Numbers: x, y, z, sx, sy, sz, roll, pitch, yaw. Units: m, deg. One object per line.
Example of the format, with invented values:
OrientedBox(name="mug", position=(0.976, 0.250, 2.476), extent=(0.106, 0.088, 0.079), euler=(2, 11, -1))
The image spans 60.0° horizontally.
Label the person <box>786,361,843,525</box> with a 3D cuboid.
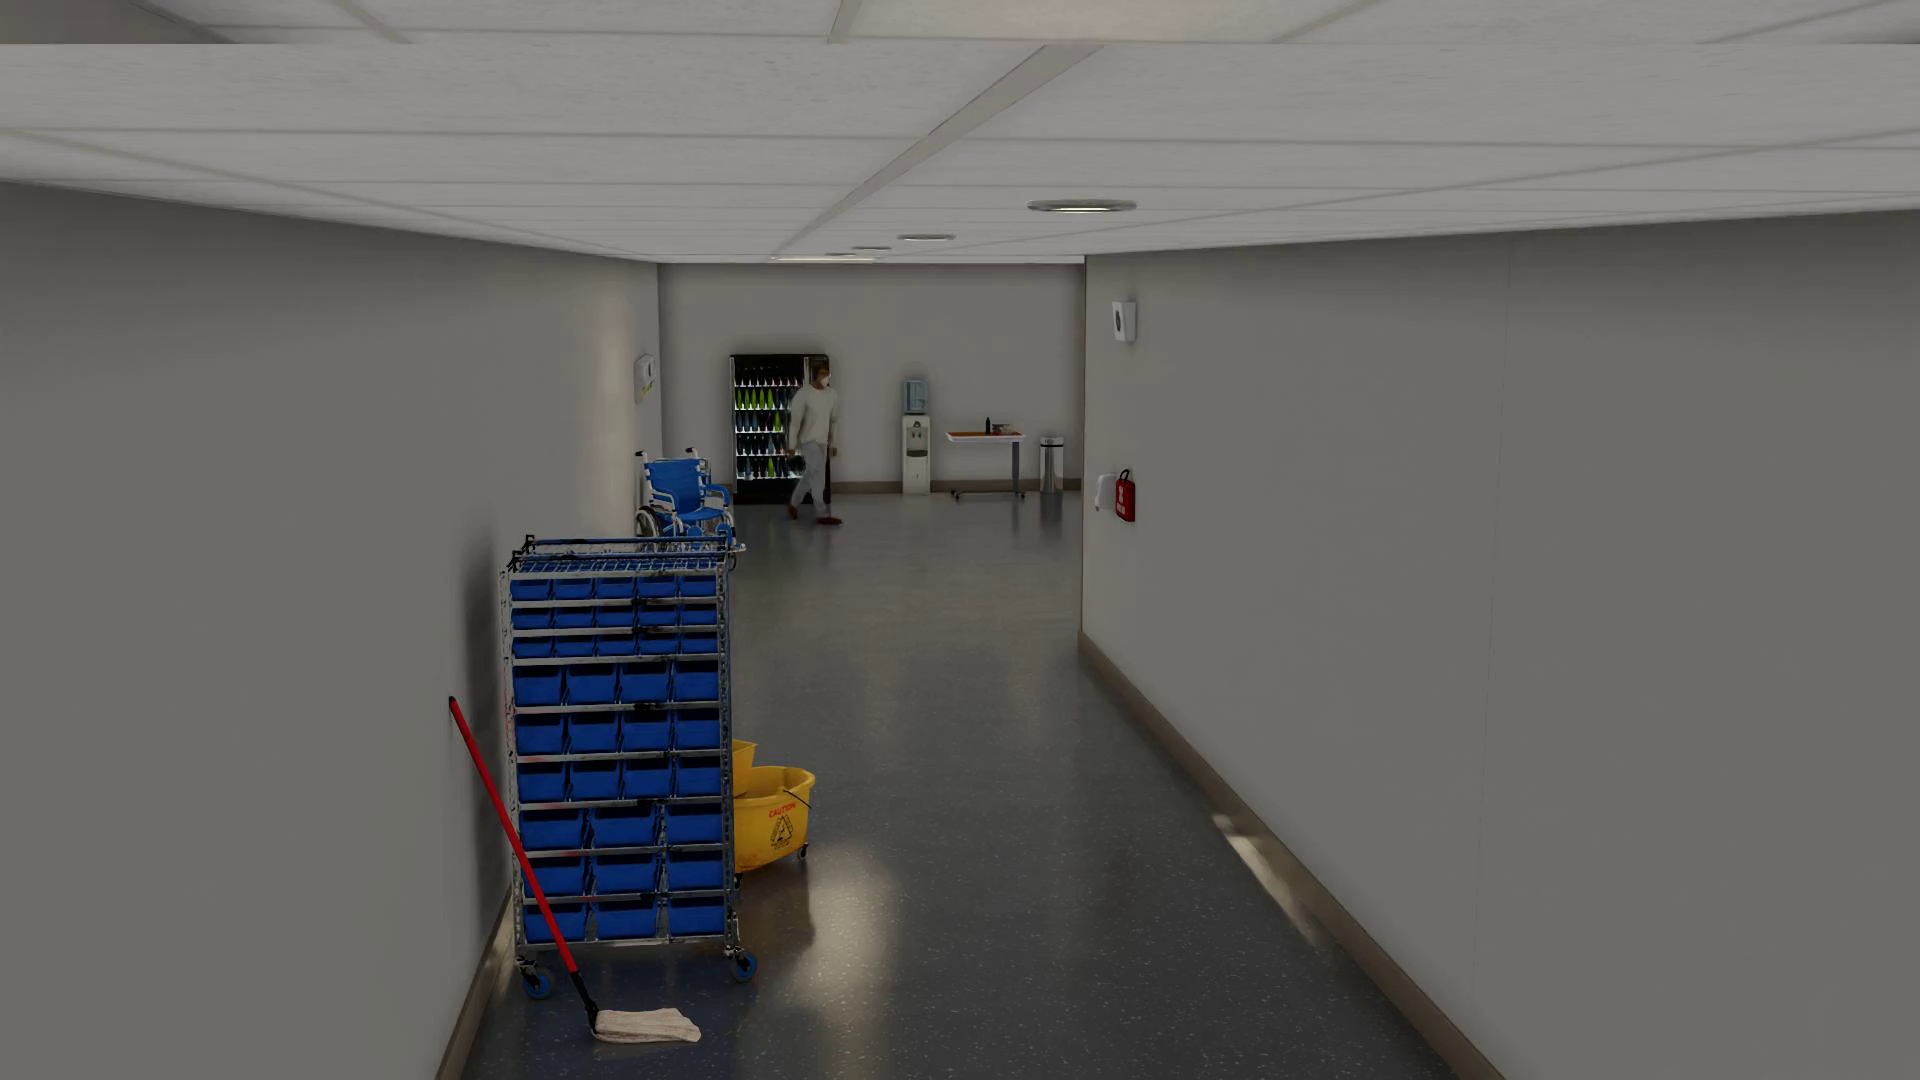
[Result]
OrientedBox(name="person", position=(-1.753, -1.131, 19.252), extent=(0.905, 1.904, 0.628), euler=(7, 11, 36))
